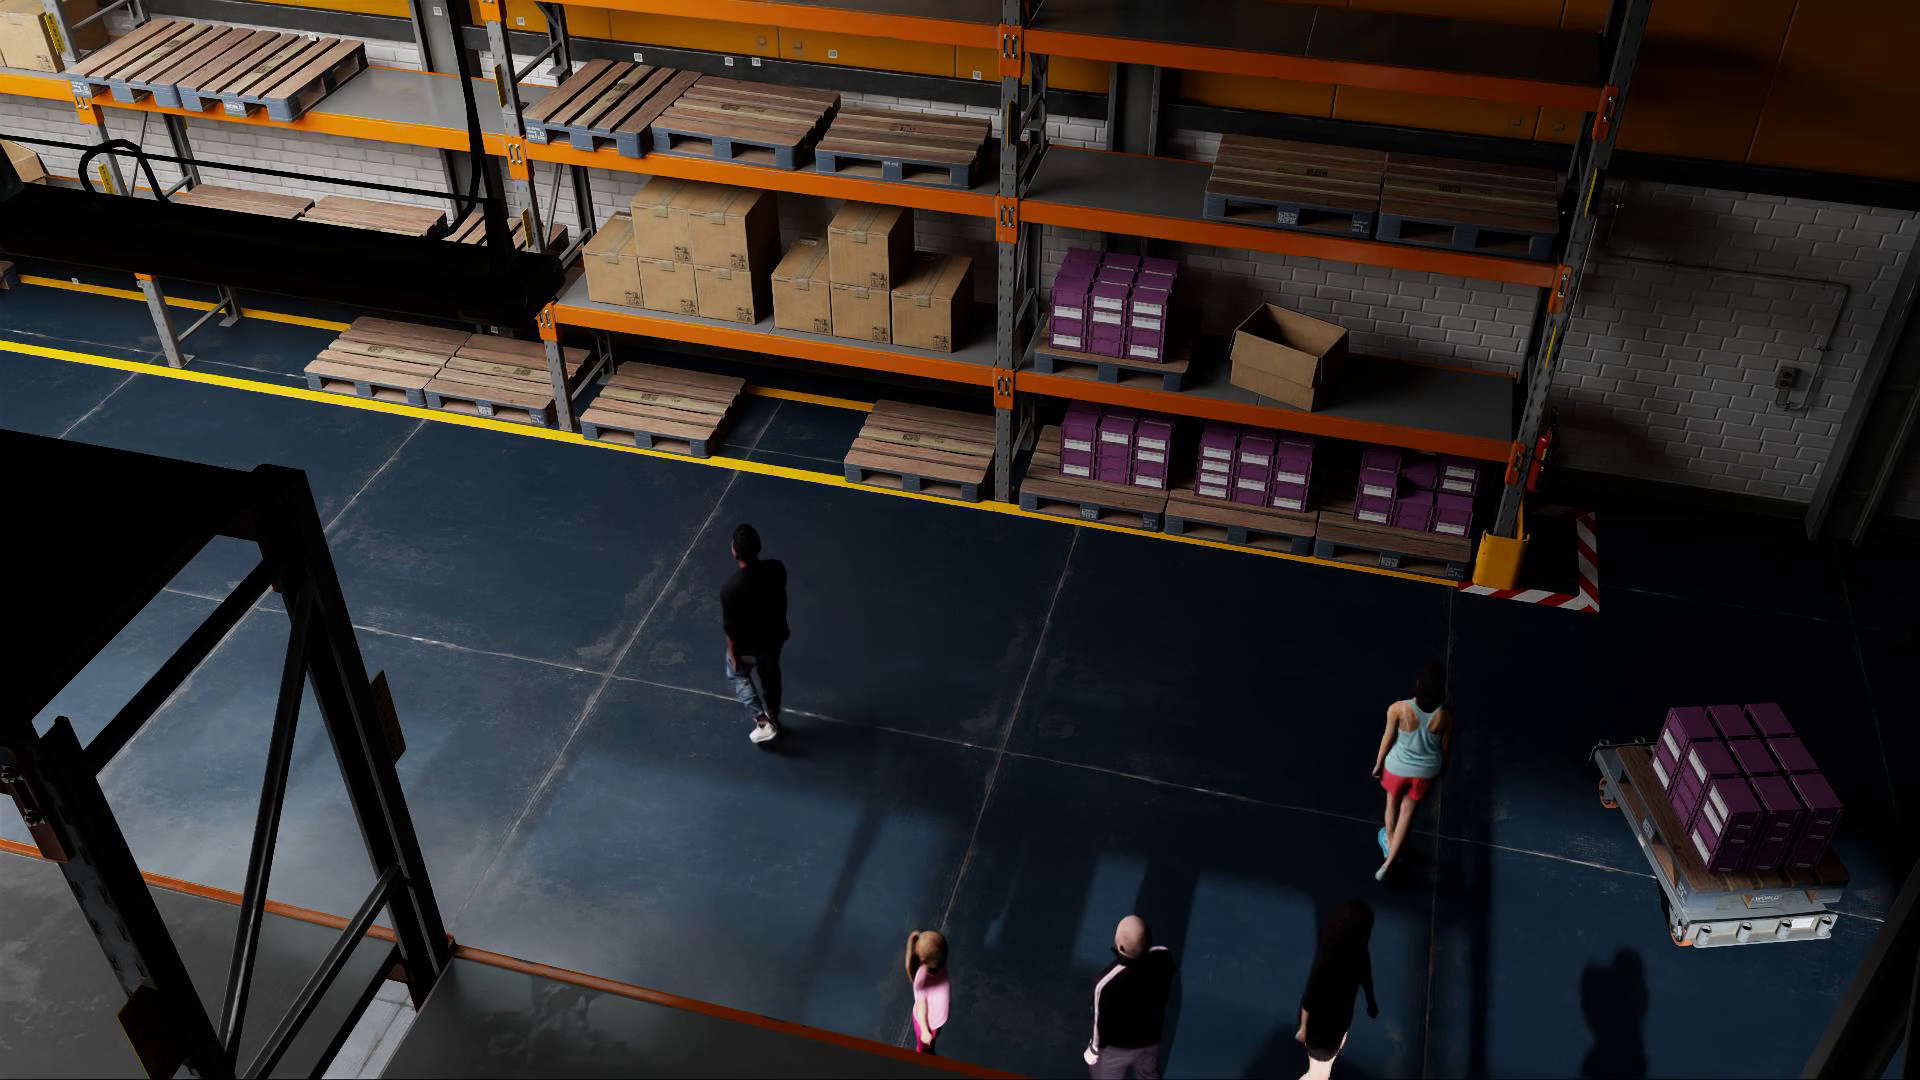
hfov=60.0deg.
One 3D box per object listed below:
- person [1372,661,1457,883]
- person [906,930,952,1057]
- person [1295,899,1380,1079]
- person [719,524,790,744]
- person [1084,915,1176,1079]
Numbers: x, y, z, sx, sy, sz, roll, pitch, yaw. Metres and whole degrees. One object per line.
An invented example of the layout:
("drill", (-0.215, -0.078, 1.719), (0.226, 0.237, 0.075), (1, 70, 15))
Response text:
("person", (2.803, 1.450, 10.375), (0.674, 1.760, 0.692), (9, 39, 11))
("person", (-0.170, 2.628, 9.287), (0.517, 1.275, 0.495), (12, 40, 15))
("person", (1.972, 2.510, 9.019), (0.724, 1.796, 0.731), (-28, 47, -31))
("person", (-1.328, 0.696, 11.288), (0.848, 1.800, 0.893), (-26, 45, -29))
("person", (0.895, 2.640, 8.823), (0.760, 1.836, 0.804), (-22, 44, -26))
